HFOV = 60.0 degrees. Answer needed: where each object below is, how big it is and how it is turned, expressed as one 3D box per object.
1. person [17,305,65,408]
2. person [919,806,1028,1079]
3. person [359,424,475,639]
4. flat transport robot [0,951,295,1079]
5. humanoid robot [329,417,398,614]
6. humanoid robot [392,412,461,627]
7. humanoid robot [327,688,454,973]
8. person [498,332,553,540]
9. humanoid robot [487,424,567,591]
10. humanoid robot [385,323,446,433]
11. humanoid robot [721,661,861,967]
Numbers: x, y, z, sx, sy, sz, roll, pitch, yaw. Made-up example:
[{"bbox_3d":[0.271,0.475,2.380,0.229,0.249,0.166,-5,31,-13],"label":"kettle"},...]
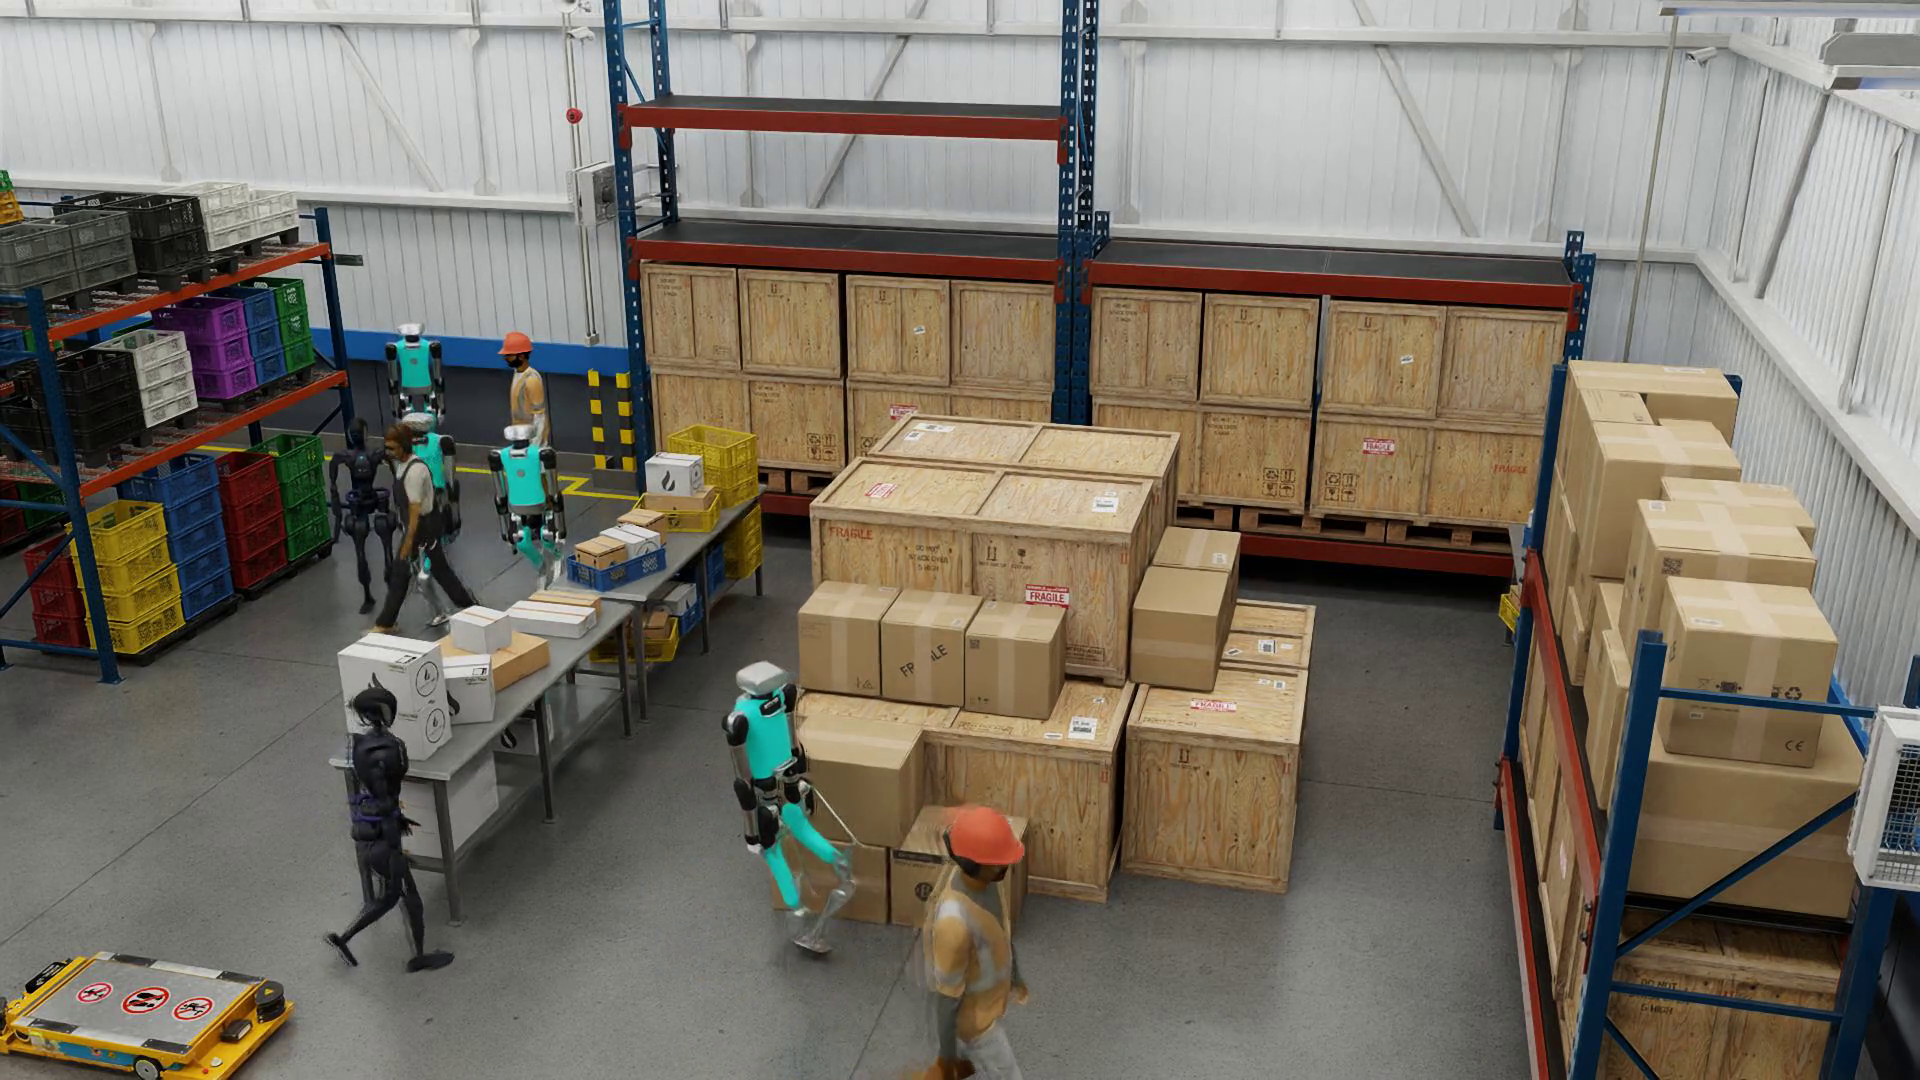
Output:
[{"bbox_3d":[-9.944,-1.943,17.939,0.566,1.836,0.384,-6,22,-15],"label":"person"},{"bbox_3d":[0.028,2.027,7.320,0.957,2.005,0.605,4,21,10],"label":"person"},{"bbox_3d":[-4.299,-0.057,13.082,0.934,1.781,0.519,-13,25,-31],"label":"person"},{"bbox_3d":[-4.270,2.464,8.601,1.431,0.231,0.659,5,22,13],"label":"flat transport robot"},{"bbox_3d":[-4.824,-0.205,13.603,0.608,1.656,0.320,-7,22,-17],"label":"humanoid robot"},{"bbox_3d":[-4.273,-0.058,13.174,0.543,1.783,0.842,1,21,2],"label":"humanoid robot"},{"bbox_3d":[-3.158,1.583,8.957,0.599,1.640,0.596,-7,22,-19],"label":"humanoid robot"},{"bbox_3d":[-3.950,-0.955,15.208,0.376,1.937,0.545,-11,24,-27],"label":"person"},{"bbox_3d":[-3.369,-0.134,13.293,0.561,1.765,0.691,0,21,1],"label":"humanoid robot"},{"bbox_3d":[-5.348,-1.337,16.465,0.549,1.734,0.990,-6,22,-15],"label":"humanoid robot"},{"bbox_3d":[-0.839,1.574,8.958,0.766,1.836,0.541,12,24,29],"label":"humanoid robot"}]
